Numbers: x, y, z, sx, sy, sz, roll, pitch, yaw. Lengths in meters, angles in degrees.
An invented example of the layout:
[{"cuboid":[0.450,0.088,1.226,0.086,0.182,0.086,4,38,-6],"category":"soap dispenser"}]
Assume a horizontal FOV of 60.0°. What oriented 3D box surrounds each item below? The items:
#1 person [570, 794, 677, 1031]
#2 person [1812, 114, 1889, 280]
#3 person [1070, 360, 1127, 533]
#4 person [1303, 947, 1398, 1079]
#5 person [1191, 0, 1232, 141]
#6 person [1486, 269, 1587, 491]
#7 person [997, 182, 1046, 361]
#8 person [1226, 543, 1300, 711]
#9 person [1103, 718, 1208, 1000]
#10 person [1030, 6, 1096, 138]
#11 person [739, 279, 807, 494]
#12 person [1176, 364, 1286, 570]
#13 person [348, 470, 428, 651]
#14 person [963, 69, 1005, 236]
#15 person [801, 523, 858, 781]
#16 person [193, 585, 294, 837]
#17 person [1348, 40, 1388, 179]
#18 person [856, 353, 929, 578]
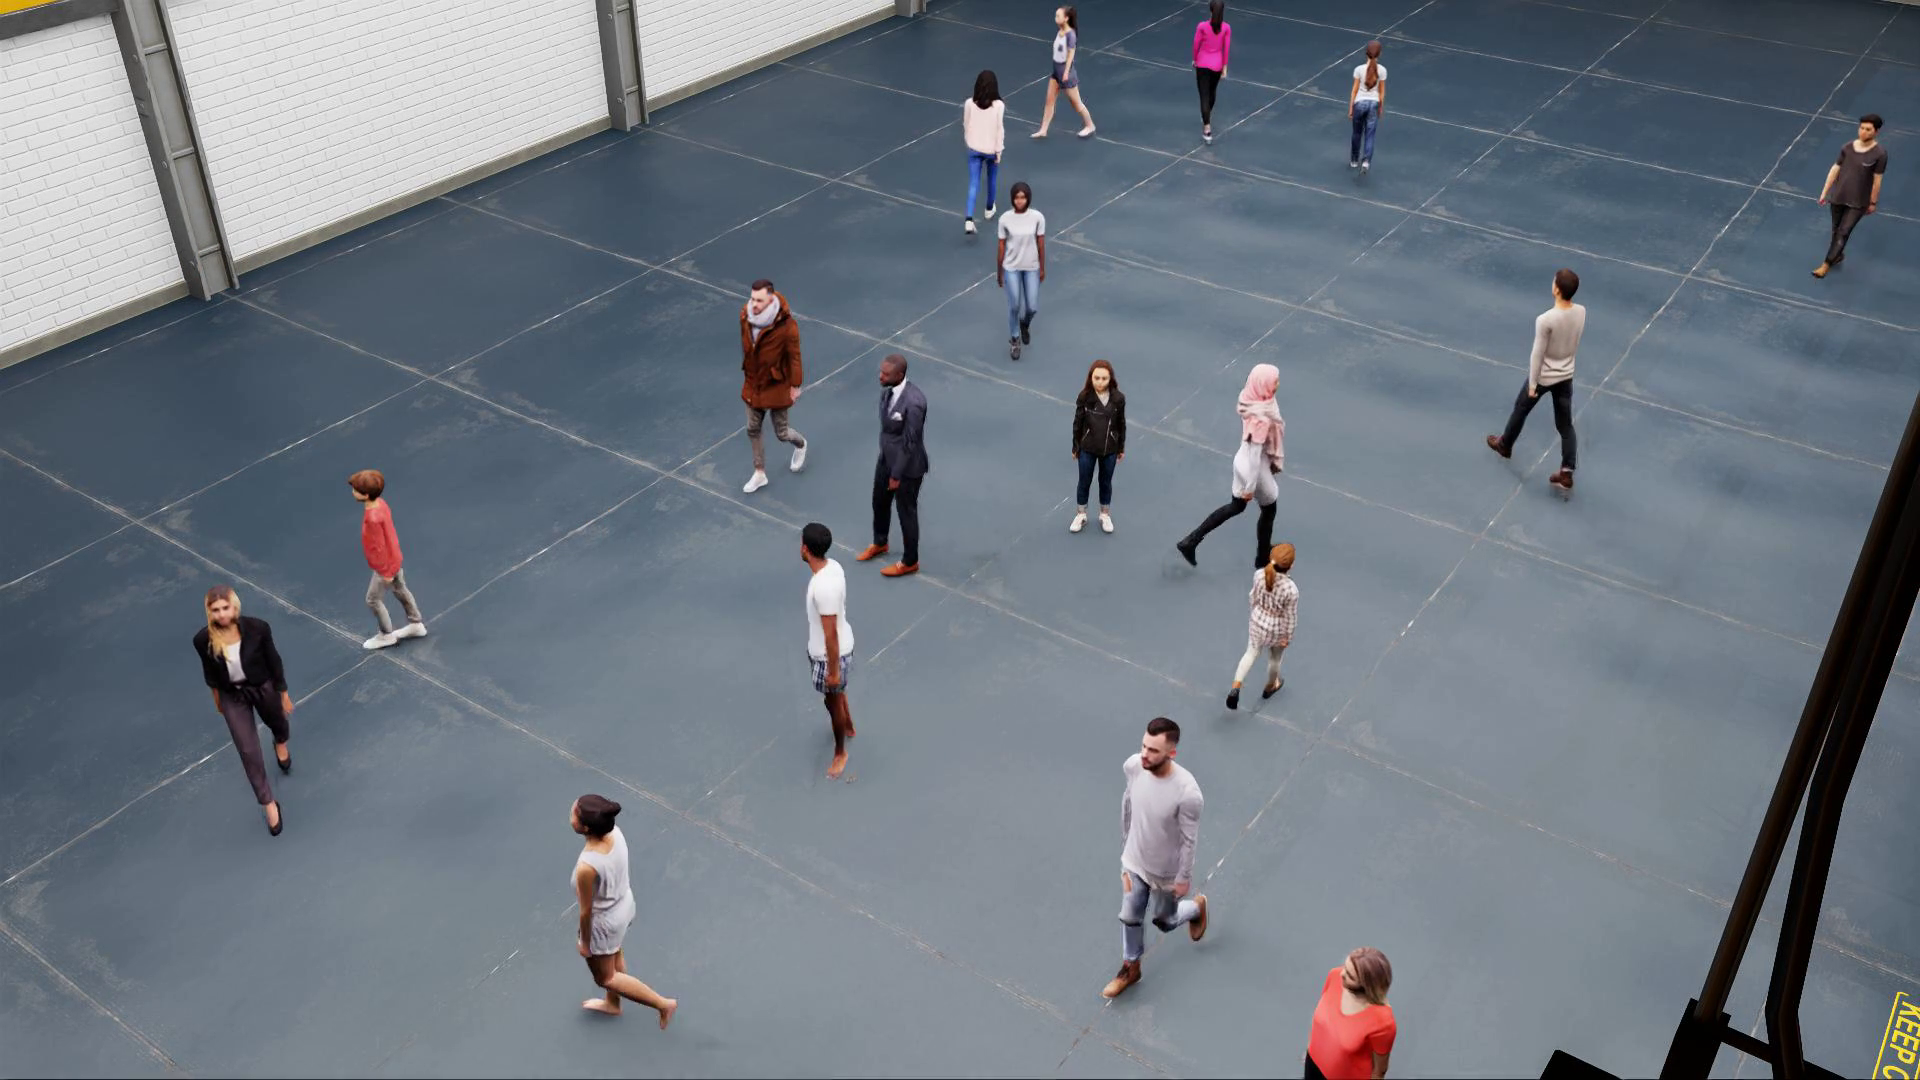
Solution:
[{"cuboid":[-1.793,1.992,8.736,0.814,1.597,0.857,8,34,11],"category":"person"},{"cuboid":[9.114,-3.518,16.958,1.134,1.673,0.848,-23,40,-30],"category":"person"},{"cuboid":[1.079,-0.739,12.948,0.644,1.483,0.669,0,34,1],"category":"person"},{"cuboid":[1.825,2.518,7.857,0.664,1.695,0.669,-19,38,-26],"category":"person"},{"cuboid":[3.047,-5.708,20.266,1.039,1.657,1.149,-3,34,-5],"category":"person"},{"cuboid":[4.838,-1.258,13.419,1.226,1.825,1.188,-11,35,-16],"category":"person"},{"cuboid":[0.564,-2.527,15.431,0.762,1.712,0.823,-1,34,-1],"category":"person"},{"cuboid":[2.029,0.594,11.111,0.588,1.297,0.848,27,42,34],"category":"person"},{"cuboid":[1.111,1.688,8.994,1.060,1.818,0.792,-29,43,-36],"category":"person"},{"cuboid":[1.367,-5.665,20.250,1.137,1.605,0.964,-12,36,-18],"category":"person"},{"cuboid":[-1.511,-1.275,13.442,0.747,1.828,0.933,17,37,24],"category":"person"},{"cuboid":[2.077,-0.496,12.315,1.172,1.779,1.115,-5,34,-8],"category":"person"},{"cuboid":[-3.978,0.133,11.709,0.776,1.403,0.716,-6,34,-8],"category":"person"},{"cuboid":[0.216,-4.100,17.787,0.927,1.724,1.259,8,34,12],"category":"person"},{"cuboid":[-0.806,0.727,10.560,0.845,1.685,0.769,-13,36,-18],"category":"person"},{"cuboid":[-4.372,0.941,10.300,1.089,1.616,1.032,-13,36,-18],"category":"person"},{"cuboid":[4.717,-4.983,19.282,0.836,1.539,1.096,6,34,8],"category":"person"},{"cuboid":[-0.405,-0.563,12.385,0.839,1.813,0.814,-17,37,-24],"category":"person"}]
